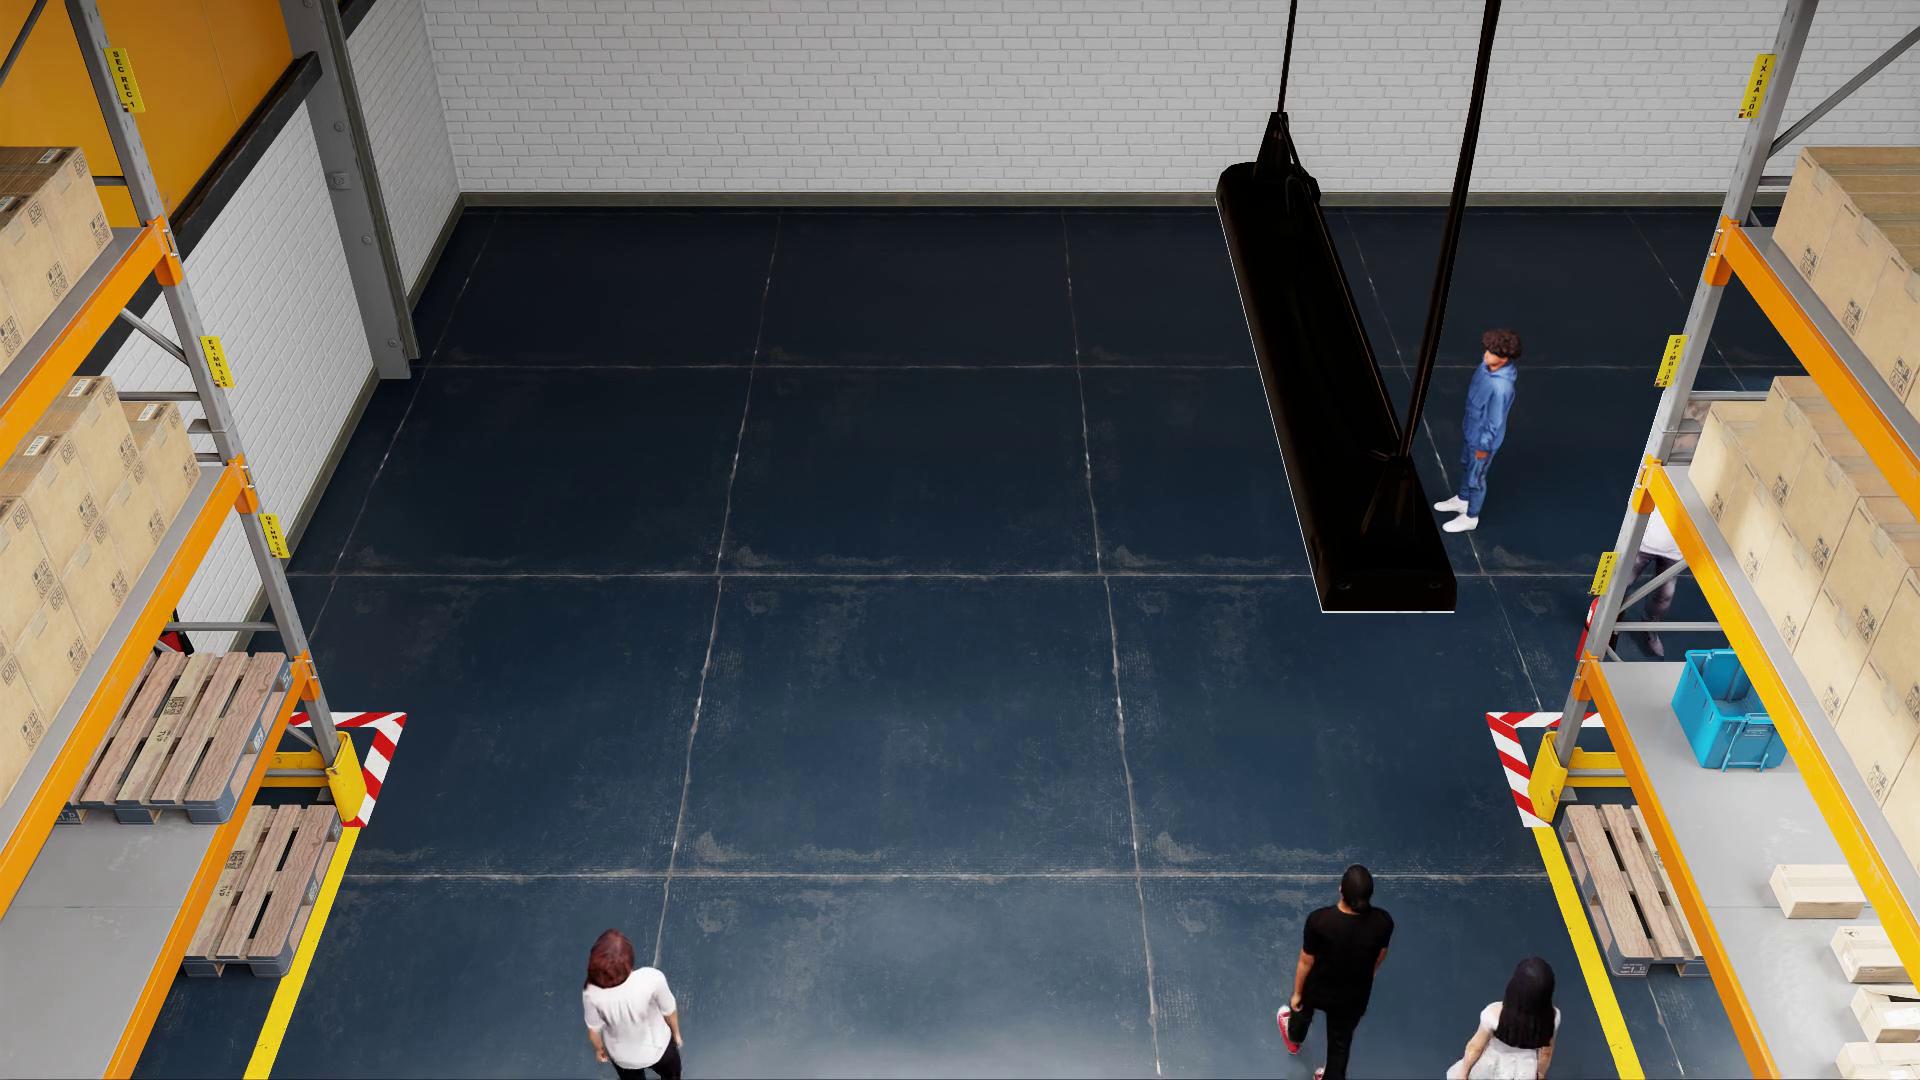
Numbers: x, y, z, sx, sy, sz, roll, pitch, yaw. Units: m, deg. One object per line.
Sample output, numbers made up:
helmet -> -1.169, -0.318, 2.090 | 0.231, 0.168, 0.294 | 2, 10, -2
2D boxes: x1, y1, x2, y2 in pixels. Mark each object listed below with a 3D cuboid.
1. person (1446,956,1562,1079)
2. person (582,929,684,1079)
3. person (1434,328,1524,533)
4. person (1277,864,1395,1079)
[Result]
person -> 2.758, 2.802, 8.411 | 0.614, 1.754, 0.970 | -1, 39, -1
person -> -1.637, 2.684, 8.535 | 0.687, 1.785, 0.827 | -6, 39, -7
person -> 4.088, -0.873, 12.973 | 0.735, 1.802, 0.528 | 2, 39, 2
person -> 2.012, 2.450, 8.868 | 0.630, 1.734, 0.891 | 0, 39, 0
